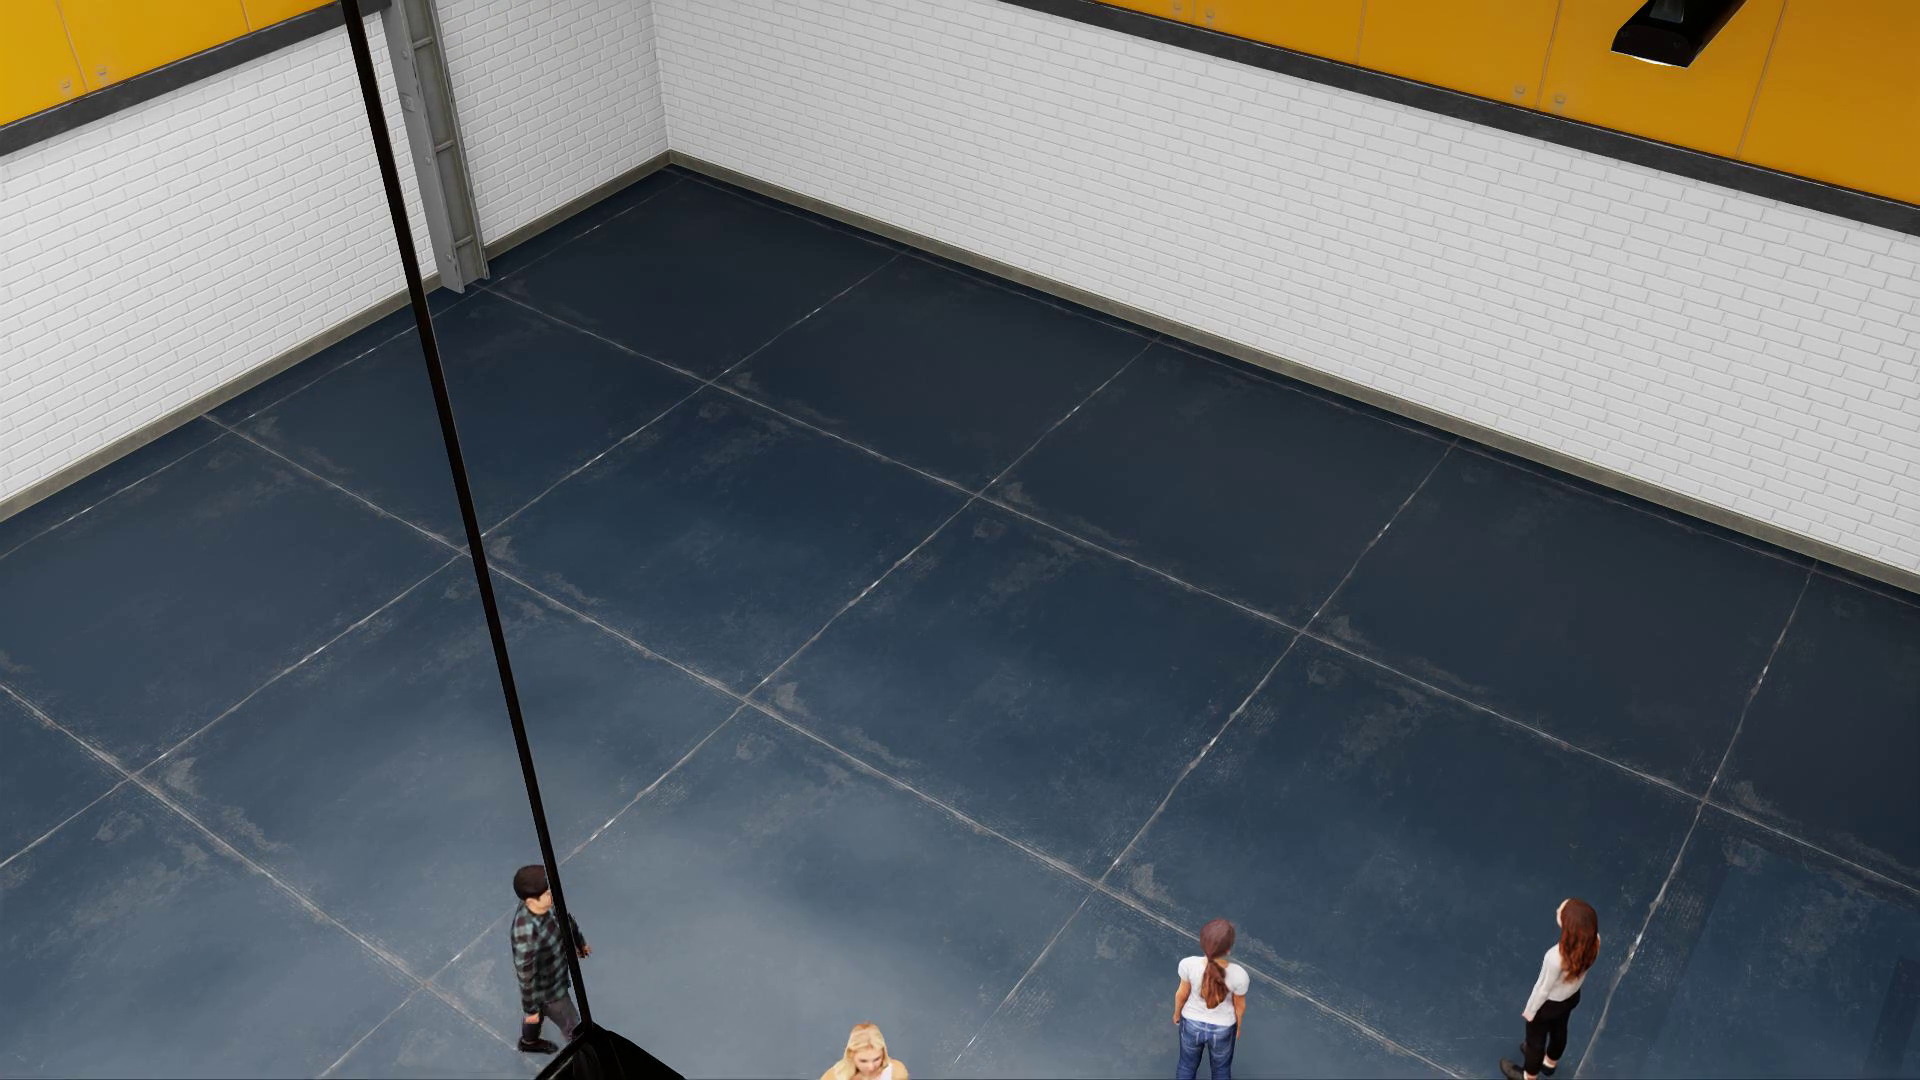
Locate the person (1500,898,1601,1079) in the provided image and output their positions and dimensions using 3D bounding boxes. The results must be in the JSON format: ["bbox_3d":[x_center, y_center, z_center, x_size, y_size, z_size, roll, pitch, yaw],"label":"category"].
[{"bbox_3d":[3.297,2.514,9.176,0.528,1.481,0.662,-22,43,-25],"label":"person"}]

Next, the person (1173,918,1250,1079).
[{"bbox_3d":[1.346,2.604,8.998,0.598,1.562,0.604,10,40,12],"label":"person"}]

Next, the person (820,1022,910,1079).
[{"bbox_3d":[-0.498,2.955,8.383,1.065,1.781,1.151,-5,39,-6],"label":"person"}]

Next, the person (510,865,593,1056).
[{"bbox_3d":[-2.385,2.399,9.259,1.088,1.692,1.115,1,39,1],"label":"person"}]
